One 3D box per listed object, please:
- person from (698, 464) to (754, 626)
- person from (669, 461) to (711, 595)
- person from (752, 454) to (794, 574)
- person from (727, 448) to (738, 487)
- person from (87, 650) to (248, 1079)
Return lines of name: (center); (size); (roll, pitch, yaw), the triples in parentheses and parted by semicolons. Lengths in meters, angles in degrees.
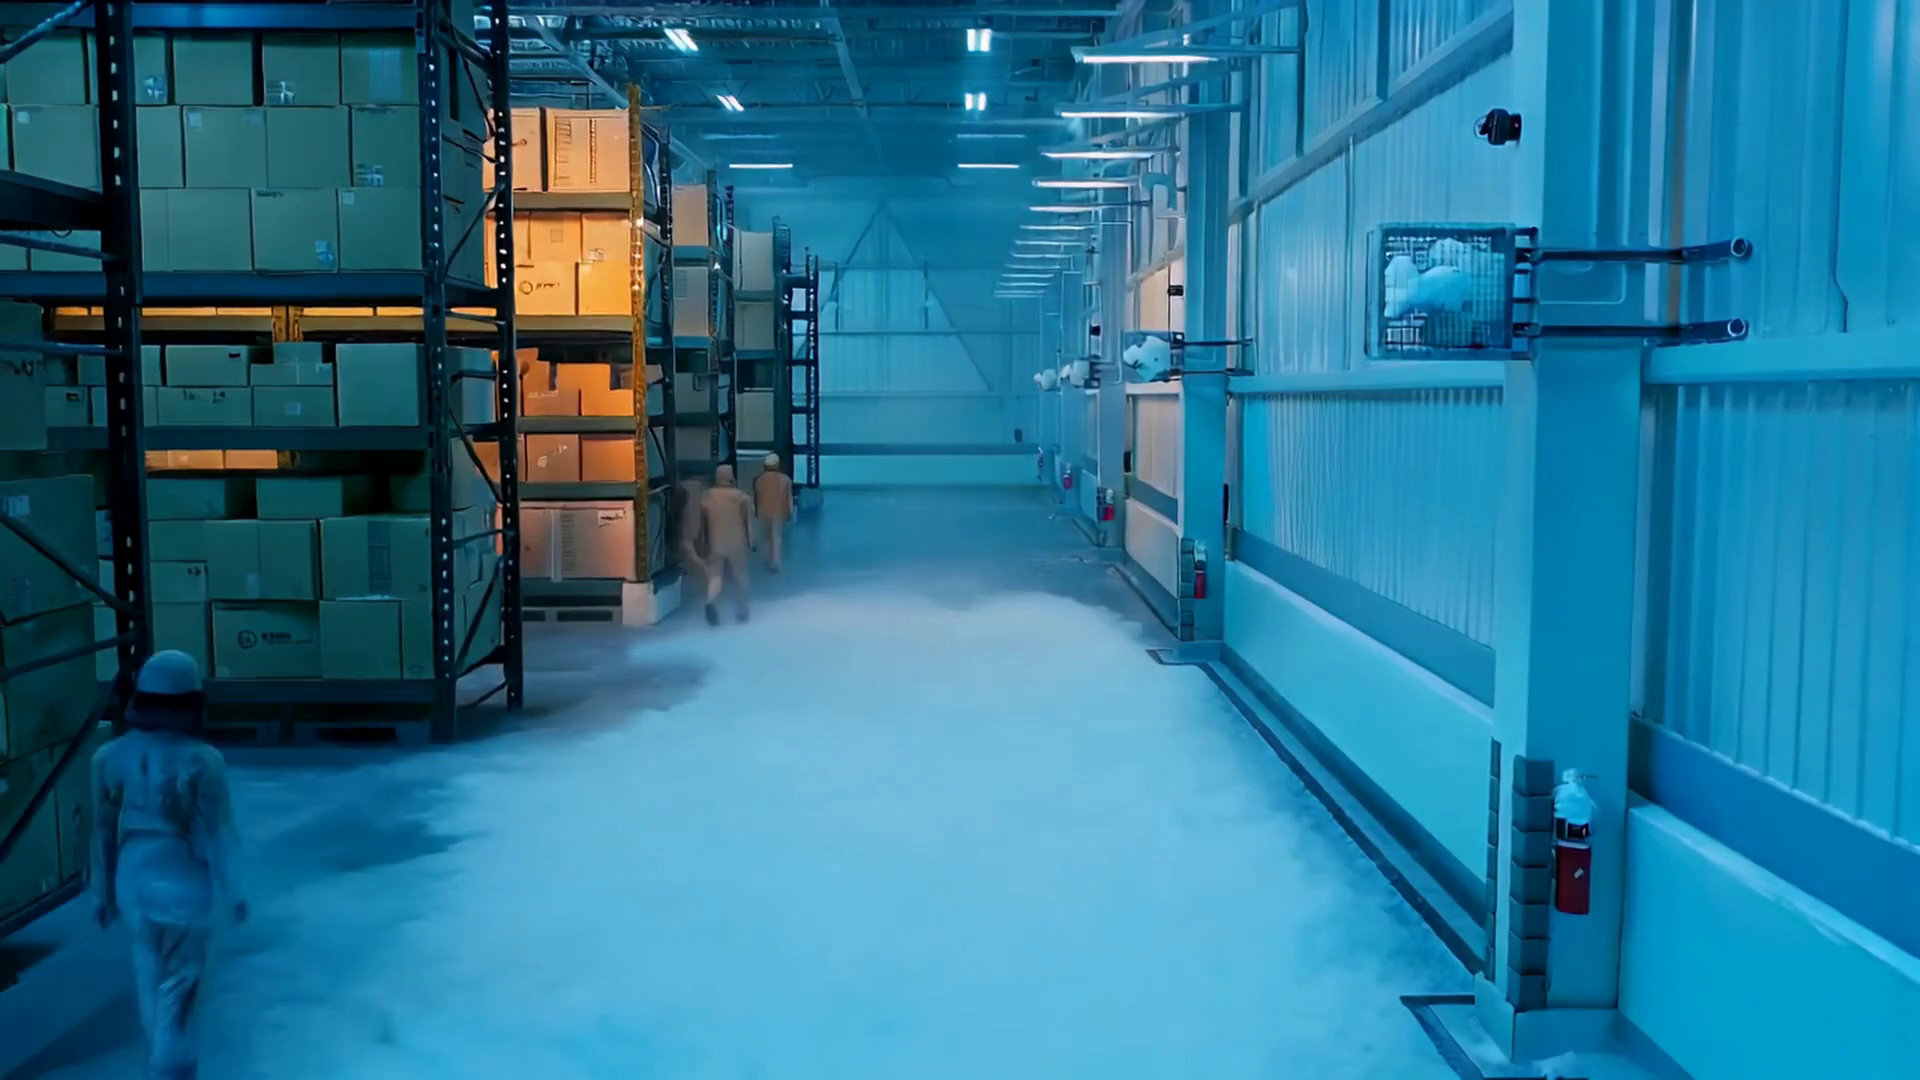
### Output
person: (-2.699, 0.062, 19.051); (0.643, 1.872, 0.825); (1, 5, 6)
person: (-3.492, -0.141, 21.807); (0.847, 1.804, 0.631); (1, 5, 11)
person: (-2.787, -0.393, 24.824); (0.593, 1.778, 0.969); (0, 5, 0)
person: (-4.086, -0.734, 29.047); (0.417, 1.733, 0.580); (3, 6, 34)
person: (-2.815, 1.251, 5.982); (0.518, 1.721, 0.572); (0, 5, 5)
